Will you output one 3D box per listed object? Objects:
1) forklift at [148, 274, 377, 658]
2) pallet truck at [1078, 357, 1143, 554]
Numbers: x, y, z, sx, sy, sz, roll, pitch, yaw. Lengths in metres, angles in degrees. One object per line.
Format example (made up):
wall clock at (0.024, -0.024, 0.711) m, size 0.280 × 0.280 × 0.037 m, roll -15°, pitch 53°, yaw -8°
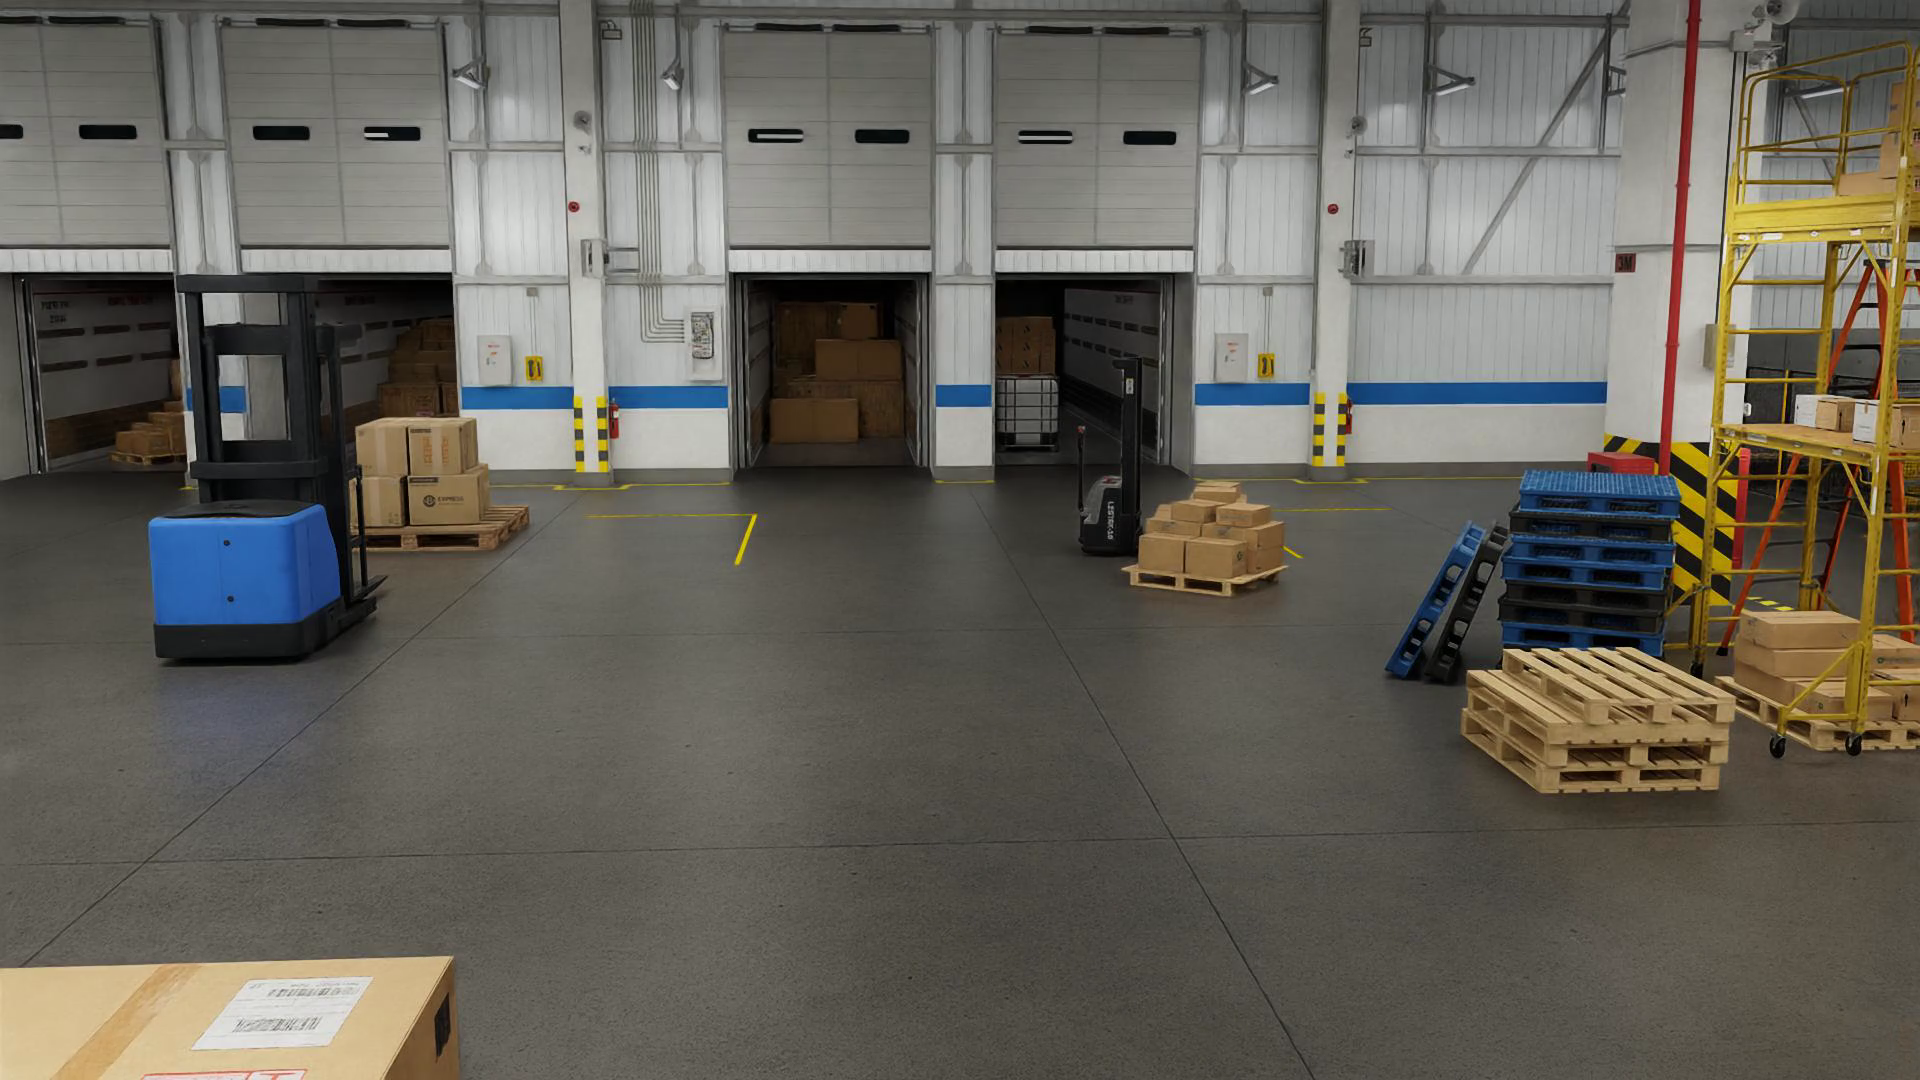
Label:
forklift at (-5.348, -0.627, 12.681) m, size 1.129 × 2.768 × 1.873 m, roll -1°, pitch 9°, yaw -4°
pallet truck at (2.088, -0.836, 16.757) m, size 1.885 × 1.965 × 0.823 m, roll 2°, pitch 9°, yaw 13°
